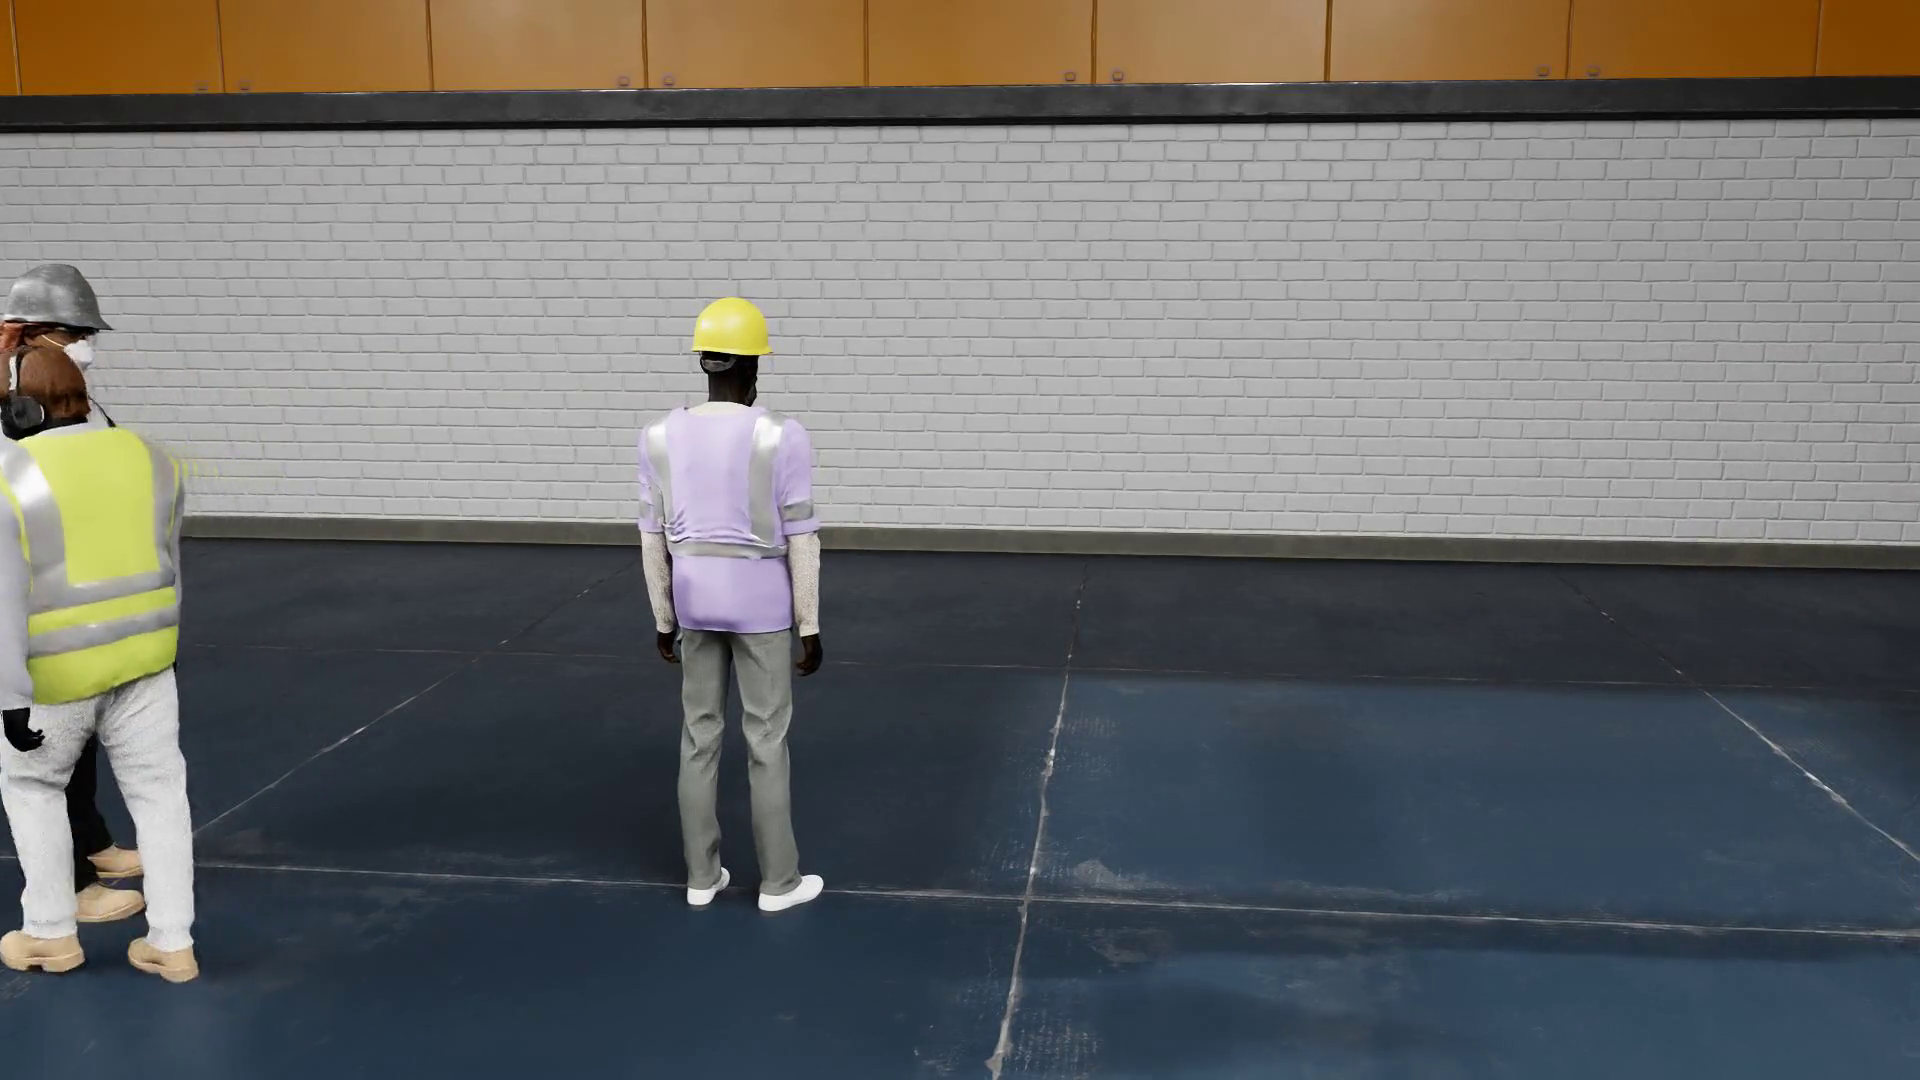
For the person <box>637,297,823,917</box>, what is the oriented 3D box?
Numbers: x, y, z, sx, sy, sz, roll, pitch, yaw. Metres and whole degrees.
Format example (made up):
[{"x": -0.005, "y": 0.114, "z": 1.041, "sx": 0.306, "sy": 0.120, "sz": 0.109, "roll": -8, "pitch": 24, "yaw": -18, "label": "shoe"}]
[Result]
[{"x": -0.702, "y": 0.217, "z": 5.192, "sx": 0.584, "sy": 1.929, "sz": 0.371, "roll": 3, "pitch": 10, "yaw": 16, "label": "person"}]

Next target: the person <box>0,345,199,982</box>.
[{"x": -2.506, "y": 0.356, "z": 4.724, "sx": 0.740, "sy": 1.808, "sz": 0.654, "roll": 7, "pitch": 12, "yaw": 33, "label": "person"}]

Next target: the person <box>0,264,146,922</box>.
[{"x": -2.773, "y": 0.152, "z": 5.242, "sx": 0.536, "sy": 2.000, "sz": 0.684, "roll": -3, "pitch": 10, "yaw": -16, "label": "person"}]
